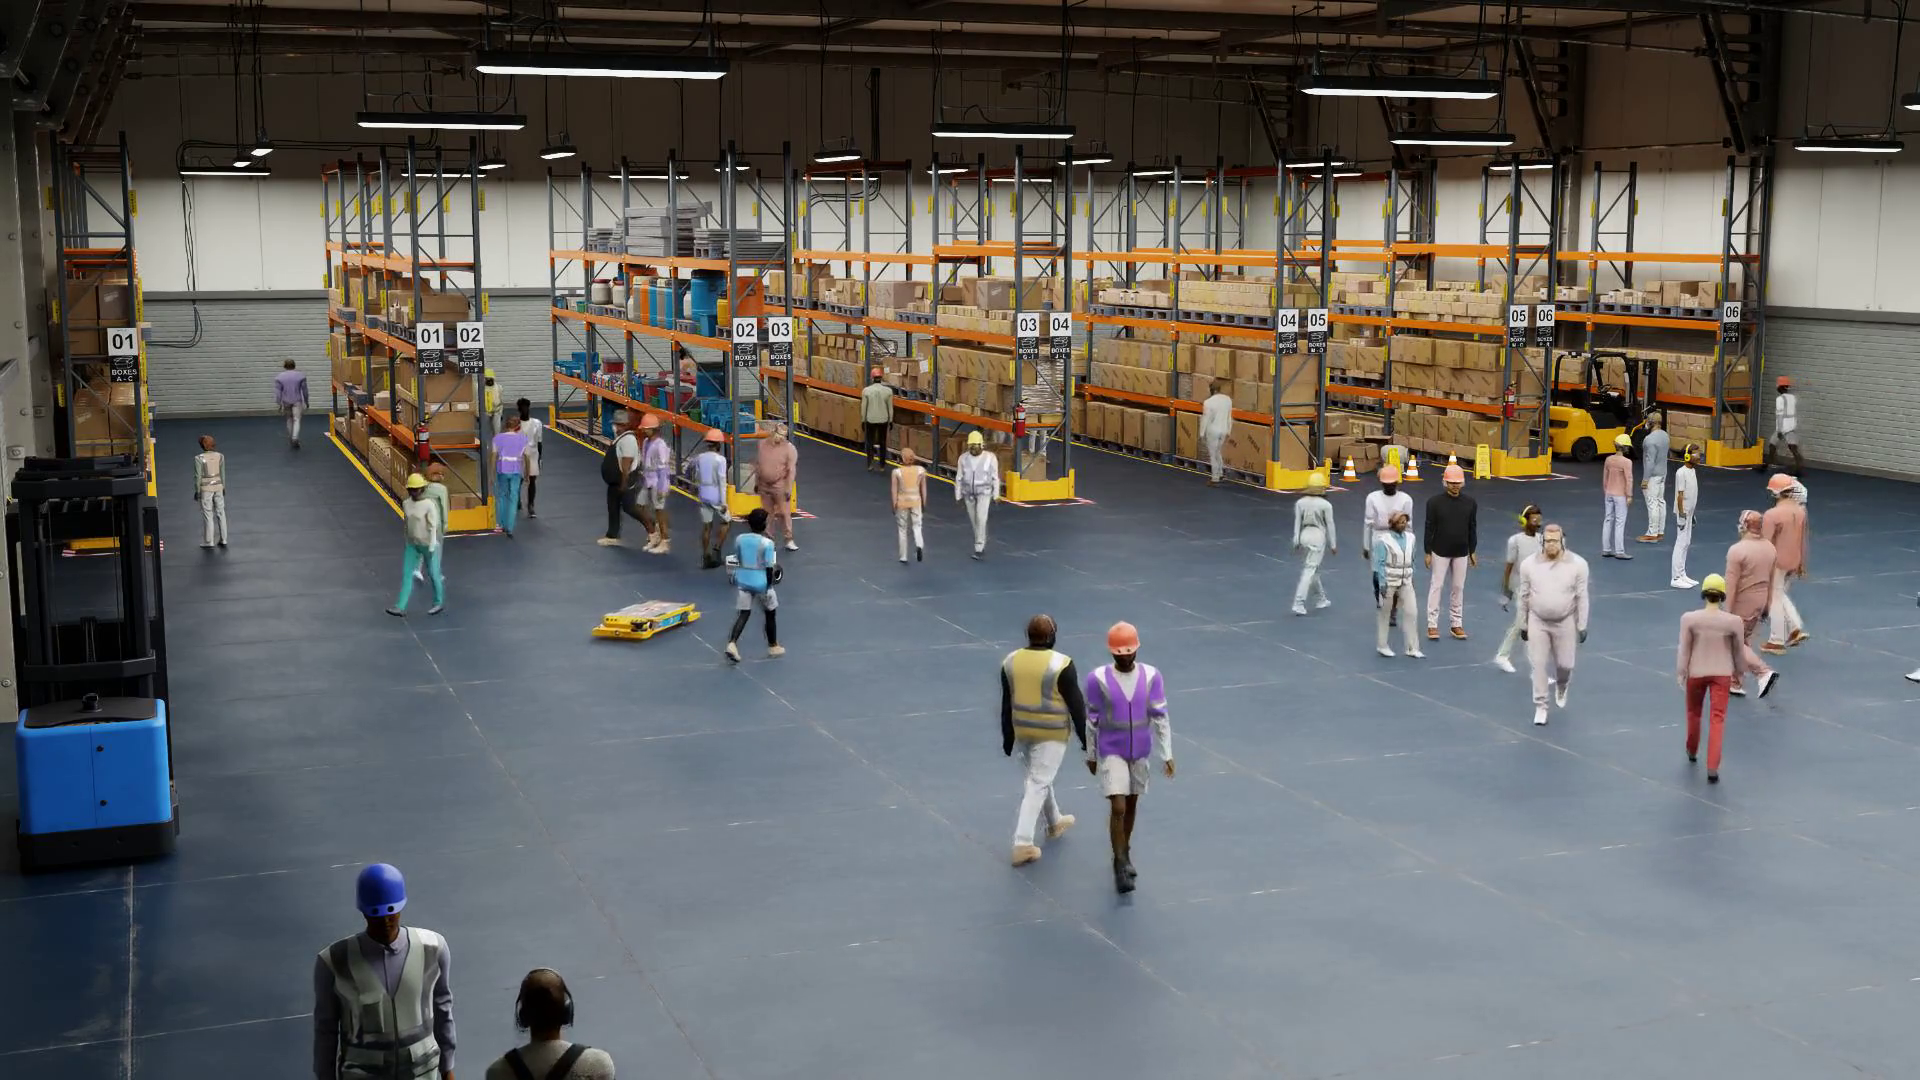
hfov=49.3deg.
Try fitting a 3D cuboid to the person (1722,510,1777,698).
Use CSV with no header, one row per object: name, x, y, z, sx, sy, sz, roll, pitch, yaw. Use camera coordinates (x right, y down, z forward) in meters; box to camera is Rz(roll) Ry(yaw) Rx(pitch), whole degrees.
person,7.820,0.644,20.723,0.654,1.882,0.687,-5,10,-32

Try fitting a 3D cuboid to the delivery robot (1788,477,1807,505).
delivery robot,13.774,-0.801,34.612,0.477,0.478,0.707,2,9,13

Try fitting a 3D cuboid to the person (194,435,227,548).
person,-10.946,-0.710,30.573,0.311,1.639,0.521,6,10,33

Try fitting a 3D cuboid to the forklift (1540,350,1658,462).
forklift,12.897,-2.725,42.309,2.313,2.155,1.214,-3,9,-21

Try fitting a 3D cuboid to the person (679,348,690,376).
person,-6.931,-3.911,51.793,0.655,1.671,0.550,-5,10,-28

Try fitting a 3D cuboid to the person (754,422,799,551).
person,-2.707,-0.772,30.234,0.741,1.875,0.395,5,10,28

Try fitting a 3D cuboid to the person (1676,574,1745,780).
person,6.435,1.145,17.953,0.552,1.717,0.906,3,9,18

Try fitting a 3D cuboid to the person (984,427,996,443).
person,0.644,-2.695,43.903,0.504,1.615,0.612,-2,9,-16

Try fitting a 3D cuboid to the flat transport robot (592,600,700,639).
flat transport robot,-3.646,0.914,24.429,0.652,0.197,1.431,3,9,20

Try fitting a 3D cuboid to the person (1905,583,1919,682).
person,10.050,0.551,21.439,0.900,1.851,0.662,-1,9,-7

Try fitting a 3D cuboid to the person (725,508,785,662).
person,-2.227,0.479,22.564,0.533,1.664,0.803,5,10,29

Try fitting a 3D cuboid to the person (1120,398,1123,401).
person,3.840,-3.820,50.557,0.612,1.859,0.745,0,9,-1

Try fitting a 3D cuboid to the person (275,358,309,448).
person,-14.154,-2.903,44.349,0.642,1.911,0.943,-2,9,-10

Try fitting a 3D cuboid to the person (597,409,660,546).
person,-4.883,-0.914,30.745,0.862,2.000,0.689,-4,9,-23

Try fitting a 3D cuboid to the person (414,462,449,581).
person,-6.942,-0.231,27.545,0.567,1.600,0.430,4,9,23

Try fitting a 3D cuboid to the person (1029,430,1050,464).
person,1.569,-2.432,41.247,0.572,1.883,0.356,-4,9,-23

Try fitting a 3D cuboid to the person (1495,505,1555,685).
person,5.882,0.526,21.737,0.536,1.830,0.959,-4,10,-26

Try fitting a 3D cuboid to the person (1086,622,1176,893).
person,1.208,1.525,14.823,0.566,1.897,0.855,-2,9,-13

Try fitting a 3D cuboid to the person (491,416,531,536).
person,-6.830,-0.980,31.870,0.594,1.785,0.744,-2,9,-13

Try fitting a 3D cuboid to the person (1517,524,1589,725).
person,5.614,0.772,19.848,0.660,1.891,0.641,3,9,19

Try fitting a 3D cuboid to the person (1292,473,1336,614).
person,4.295,0.030,25.455,0.493,1.698,0.918,8,12,42

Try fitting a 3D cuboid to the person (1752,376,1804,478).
person,15.380,-2.109,39.118,0.567,1.880,1.023,-6,10,-33

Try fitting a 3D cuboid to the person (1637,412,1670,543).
person,10.298,-0.934,31.074,0.362,1.938,0.631,8,11,42

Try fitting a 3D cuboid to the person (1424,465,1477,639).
person,5.576,0.133,23.773,0.617,1.993,0.396,-1,9,-6

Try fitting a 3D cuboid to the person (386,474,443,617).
person,-6.507,0.069,25.050,0.540,1.720,0.910,4,9,25

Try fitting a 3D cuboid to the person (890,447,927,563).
person,-0.705,-0.477,29.043,0.527,1.625,0.528,-2,9,-13

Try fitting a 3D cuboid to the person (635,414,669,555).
person,-4.376,-0.789,29.814,0.543,2.023,0.630,-6,10,-35

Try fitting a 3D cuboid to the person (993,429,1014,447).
person,0.917,-2.304,40.614,0.666,1.810,0.801,-3,9,-16

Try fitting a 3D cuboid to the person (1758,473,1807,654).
person,9.001,0.256,23.014,0.634,1.978,0.447,-6,10,-35

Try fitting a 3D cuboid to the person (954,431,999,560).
person,0.198,-0.620,29.438,0.614,1.794,0.844,3,9,18

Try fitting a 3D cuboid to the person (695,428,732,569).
person,-3.377,-0.570,28.703,0.565,1.917,0.499,6,10,35

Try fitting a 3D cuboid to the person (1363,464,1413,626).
person,5.051,0.032,24.736,0.578,1.913,0.641,2,9,12

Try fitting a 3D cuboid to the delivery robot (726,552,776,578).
delivery robot,-2.734,0.282,27.385,0.477,0.478,0.707,6,10,36

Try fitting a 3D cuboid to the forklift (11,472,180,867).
forklift,-6.630,0.886,15.957,1.129,2.768,1.873,-3,9,-21

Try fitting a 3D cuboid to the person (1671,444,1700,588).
person,9.461,-0.323,27.232,0.327,1.872,0.516,6,10,34

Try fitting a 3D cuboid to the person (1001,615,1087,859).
person,0.630,1.452,15.687,0.640,1.792,0.978,7,11,40

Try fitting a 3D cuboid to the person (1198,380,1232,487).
person,4.556,-1.922,37.678,0.662,1.927,0.517,-6,11,-36

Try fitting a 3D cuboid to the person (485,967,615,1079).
person,-1.589,2.578,8.100,0.513,1.815,0.806,1,9,5

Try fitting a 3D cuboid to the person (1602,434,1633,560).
person,9.295,-0.615,29.548,0.337,1.760,0.526,-4,9,-24

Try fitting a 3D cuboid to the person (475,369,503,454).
person,-9.617,-2.609,42.743,0.606,1.791,0.919,-5,10,-31

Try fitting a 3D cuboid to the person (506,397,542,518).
person,-7.079,-1.362,33.961,0.608,1.936,0.824,-3,9,-22

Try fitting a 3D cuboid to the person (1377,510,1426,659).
person,4.772,0.492,22.610,0.547,1.611,0.718,-4,9,-25

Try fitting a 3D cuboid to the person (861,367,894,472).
person,-1.576,-2.301,40.008,0.626,1.991,0.398,-1,9,-6

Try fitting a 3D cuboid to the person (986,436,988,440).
person,0.627,-3.131,45.602,0.621,1.991,1.073,-2,9,-10

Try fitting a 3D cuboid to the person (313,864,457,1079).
person,-2.499,2.349,9.152,0.616,1.945,0.398,-5,10,-28
